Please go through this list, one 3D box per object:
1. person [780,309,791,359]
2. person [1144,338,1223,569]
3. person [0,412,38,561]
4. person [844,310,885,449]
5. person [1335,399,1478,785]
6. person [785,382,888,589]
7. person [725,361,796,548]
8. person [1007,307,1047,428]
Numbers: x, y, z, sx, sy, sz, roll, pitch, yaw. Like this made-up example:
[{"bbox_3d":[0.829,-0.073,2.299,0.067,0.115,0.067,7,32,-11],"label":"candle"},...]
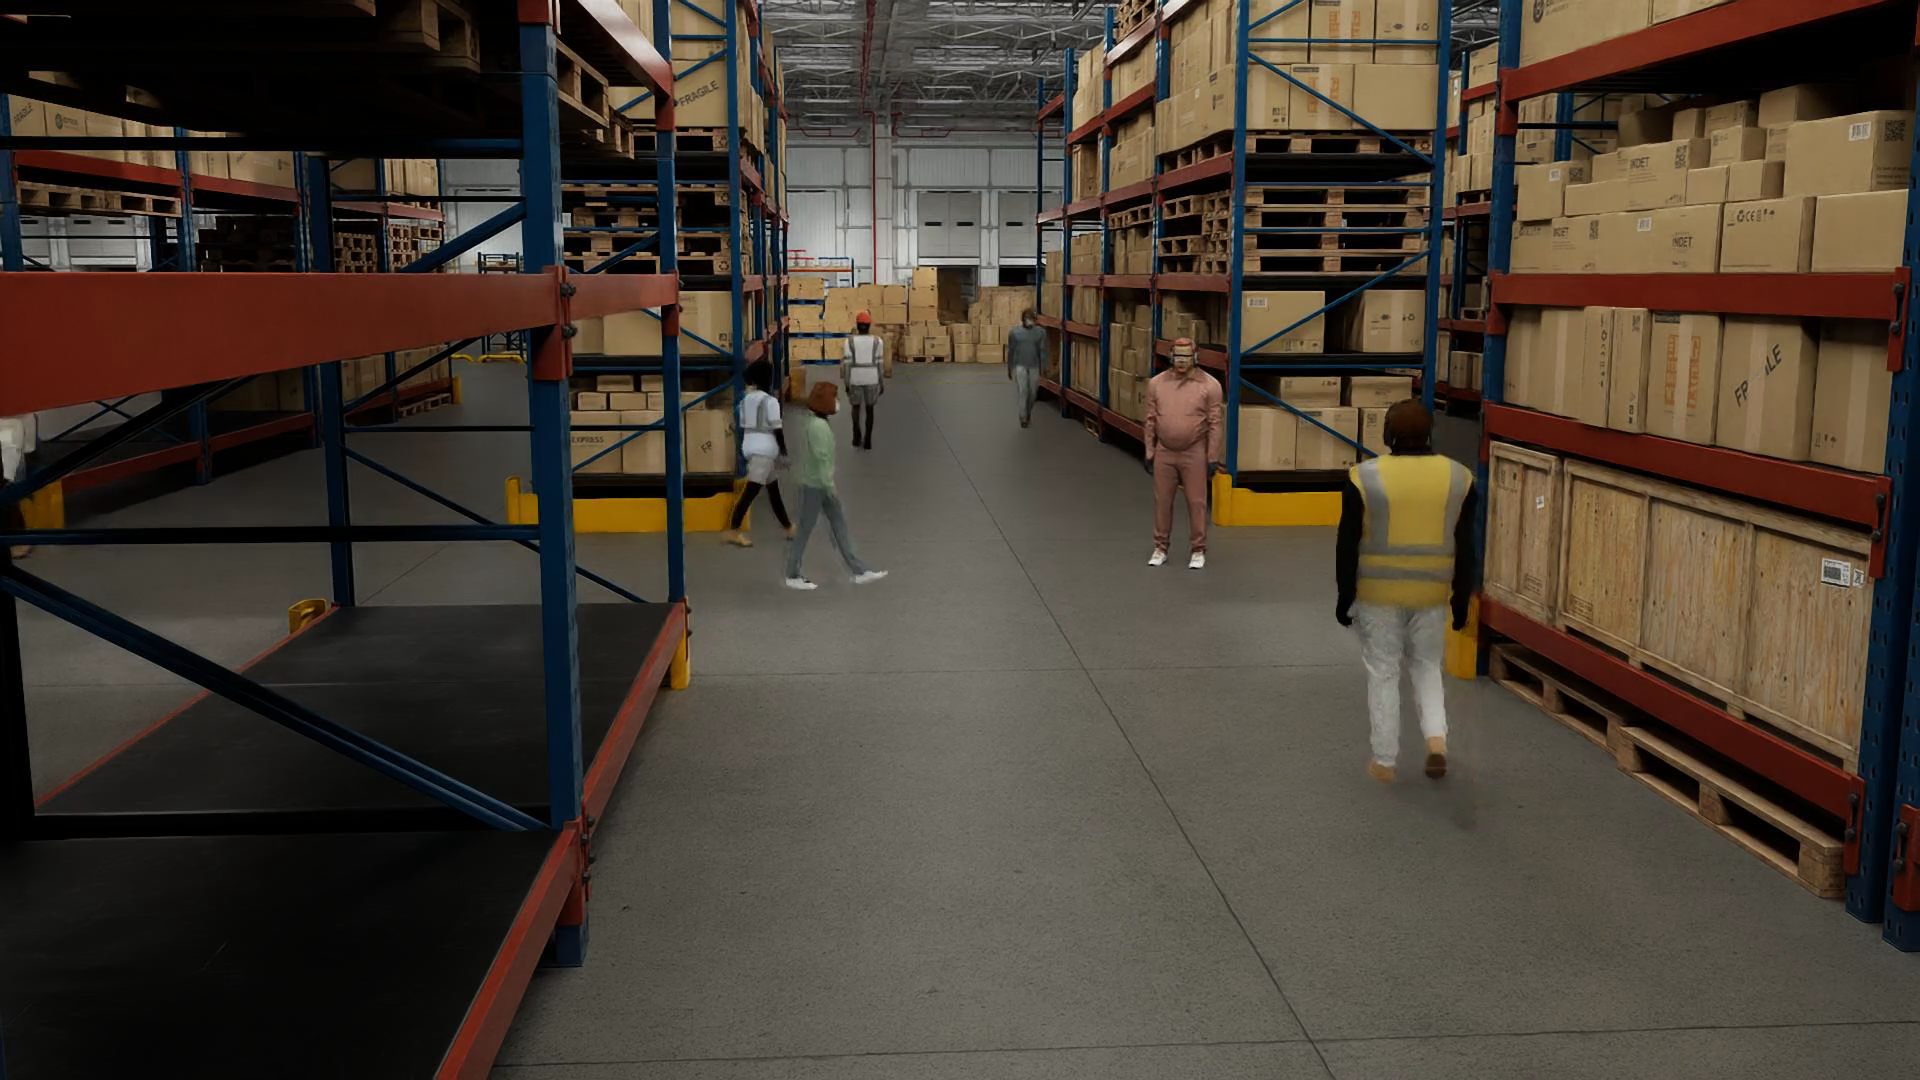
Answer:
[{"bbox_3d":[-3.787,-4.092,35.596,0.689,1.667,0.551,4,10,24],"label":"person"},{"bbox_3d":[1.816,-0.709,13.671,0.646,1.898,0.397,4,10,24],"label":"person"},{"bbox_3d":[-8.073,-0.816,13.912,0.625,2.024,0.459,4,10,26],"label":"person"},{"bbox_3d":[-1.321,-2.212,23.023,0.563,1.924,0.403,0,9,-2],"label":"person"},{"bbox_3d":[2.075,0.257,7.807,0.627,1.832,0.449,0,9,-1],"label":"person"},{"bbox_3d":[-0.965,-0.401,12.656,0.840,1.588,0.517,1,9,3],"label":"person"},{"bbox_3d":[-1.771,-0.768,14.833,0.891,1.643,0.561,-6,11,-34],"label":"person"},{"bbox_3d":[1.058,-2.749,26.413,0.628,1.903,0.812,-1,9,-5],"label":"person"}]
